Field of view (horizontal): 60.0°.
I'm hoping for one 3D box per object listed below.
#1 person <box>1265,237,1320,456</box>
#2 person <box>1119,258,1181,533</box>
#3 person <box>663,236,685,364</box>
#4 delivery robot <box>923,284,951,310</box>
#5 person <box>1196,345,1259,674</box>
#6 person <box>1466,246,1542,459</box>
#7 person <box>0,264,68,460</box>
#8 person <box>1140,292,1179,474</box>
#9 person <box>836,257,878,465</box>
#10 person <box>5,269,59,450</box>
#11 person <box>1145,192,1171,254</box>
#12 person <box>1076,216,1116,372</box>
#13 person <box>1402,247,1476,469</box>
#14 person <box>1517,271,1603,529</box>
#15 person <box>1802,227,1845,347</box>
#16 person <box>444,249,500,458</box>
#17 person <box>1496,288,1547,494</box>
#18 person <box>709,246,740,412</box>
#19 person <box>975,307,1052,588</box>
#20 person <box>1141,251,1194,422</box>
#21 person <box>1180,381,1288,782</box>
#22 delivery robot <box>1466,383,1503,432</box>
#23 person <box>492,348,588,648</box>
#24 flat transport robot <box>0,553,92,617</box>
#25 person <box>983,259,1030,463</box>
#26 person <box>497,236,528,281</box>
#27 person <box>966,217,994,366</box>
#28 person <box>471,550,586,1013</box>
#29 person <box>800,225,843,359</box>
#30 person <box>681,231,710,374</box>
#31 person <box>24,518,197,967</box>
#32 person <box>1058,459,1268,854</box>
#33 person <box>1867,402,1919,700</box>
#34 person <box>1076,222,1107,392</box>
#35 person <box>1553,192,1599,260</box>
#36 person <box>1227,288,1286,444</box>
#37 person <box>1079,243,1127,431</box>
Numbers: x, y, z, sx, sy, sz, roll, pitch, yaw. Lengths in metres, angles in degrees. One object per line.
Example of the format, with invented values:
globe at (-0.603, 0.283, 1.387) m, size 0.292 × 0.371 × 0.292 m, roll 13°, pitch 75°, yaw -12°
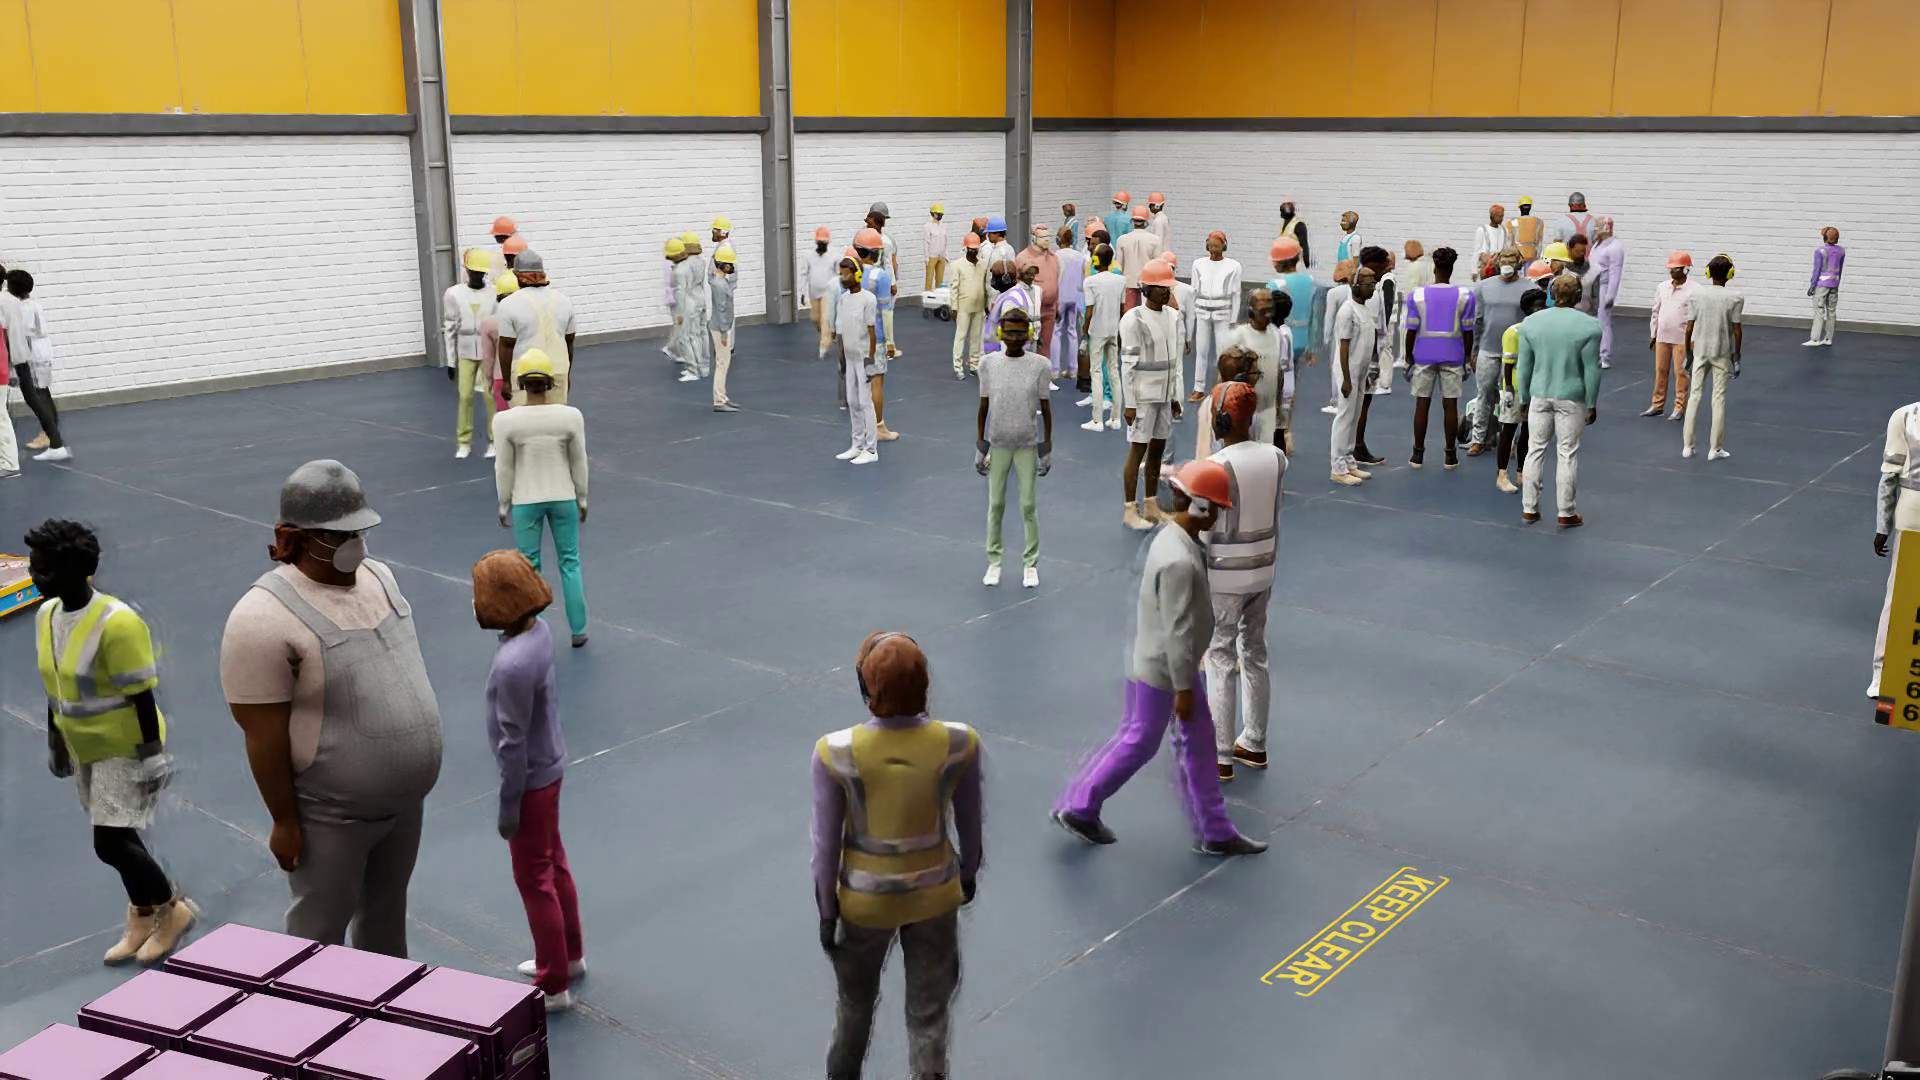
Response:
person at (2.931, -1.797, 15.416) m, size 0.632 × 2.008 × 0.703 m, roll -9°, pitch 17°, yaw -32°
person at (1.458, -1.084, 12.502) m, size 0.373 × 2.043 × 0.615 m, roll 13°, pitch 19°, yaw 43°
person at (-3.574, -3.028, 21.093) m, size 0.360 × 1.631 × 0.577 m, roll -8°, pitch 16°, yaw -28°
delivery robot at (-0.246, -3.777, 26.090) m, size 0.707 × 0.478 × 0.477 m, roll 13°, pitch 19°, yaw 42°
person at (1.476, -0.168, 9.287) m, size 0.366 × 1.834 × 0.520 m, roll -5°, pitch 15°, yaw -19°
person at (4.967, -1.716, 15.238) m, size 0.631 × 1.940 × 0.372 m, roll 6°, pitch 15°, yaw 22°
person at (-8.646, -1.604, 15.027) m, size 0.968 × 1.819 × 0.549 m, roll -1°, pitch 14°, yaw -5°
person at (1.753, -1.393, 14.568) m, size 0.279 × 1.633 × 0.500 m, roll -3°, pitch 14°, yaw -10°
person at (-0.937, -1.617, 15.020) m, size 0.346 × 1.857 × 0.523 m, roll -11°, pitch 18°, yaw -36°
person at (-8.748, -1.708, 15.718) m, size 0.319 × 1.687 × 0.539 m, roll -5°, pitch 15°, yaw -18°
person at (3.084, -4.430, 26.002) m, size 0.421 × 1.984 × 0.618 m, roll 3°, pitch 14°, yaw 10°
person at (1.647, -3.039, 20.592) m, size 0.409 × 1.907 × 0.649 m, roll -6°, pitch 15°, yaw -23°
person at (4.238, -1.606, 14.742) m, size 0.601 × 1.967 × 0.369 m, roll 4°, pitch 15°, yaw 15°
person at (4.524, -1.056, 12.599) m, size 0.627 × 1.941 × 0.371 m, roll 11°, pitch 18°, yaw 37°
person at (11.904, -3.479, 22.885) m, size 0.513 × 1.642 × 0.311 m, roll -5°, pitch 15°, yaw -19°
person at (-4.411, -1.708, 15.246) m, size 0.600 × 1.923 × 0.394 m, roll -2°, pitch 14°, yaw -7°
person at (4.709, -1.241, 13.832) m, size 0.532 × 1.697 × 0.319 m, roll -8°, pitch 16°, yaw -28°
person at (-2.498, -2.234, 17.684) m, size 0.342 × 1.756 × 0.534 m, roll -1°, pitch 14°, yaw -5°
person at (0.353, -0.607, 10.973) m, size 0.510 × 1.862 × 0.325 m, roll 2°, pitch 14°, yaw 9°
person at (2.108, -2.073, 17.042) m, size 0.573 × 1.748 × 0.331 m, roll -2°, pitch 14°, yaw -6°
person at (1.272, 0.195, 7.741) m, size 0.568 × 1.878 × 0.351 m, roll -10°, pitch 17°, yaw -35°
delivery robot at (5.157, -1.278, 16.103) m, size 0.477 × 0.478 × 0.707 m, roll 9°, pitch 16°, yaw 31°
person at (-2.413, -0.225, 9.632) m, size 0.531 × 1.767 × 0.323 m, roll -6°, pitch 15°, yaw -21°
flat transport robot at (-6.170, 0.344, 10.387) m, size 0.652 × 0.197 × 1.431 m, roll 2°, pitch 14°, yaw 6°
person at (0.420, -1.613, 15.050) m, size 0.429 × 1.837 × 0.624 m, roll 1°, pitch 14°, yaw 4°
person at (-4.427, -2.068, 16.677) m, size 0.392 × 1.929 × 0.546 m, roll 0°, pitch 14°, yaw -1°
person at (0.269, -3.082, 20.806) m, size 0.345 × 1.882 × 0.584 m, roll -2°, pitch 14°, yaw -9°
person at (-1.490, 0.825, 5.719) m, size 0.278 × 1.628 × 0.504 m, roll -1°, pitch 14°, yaw -4°
person at (-1.804, -3.278, 21.910) m, size 0.569 × 1.725 × 0.728 m, roll 3°, pitch 14°, yaw 13°
person at (-3.271, -2.897, 20.357) m, size 0.295 × 1.744 × 0.484 m, roll 4°, pitch 15°, yaw 16°
person at (-3.032, 0.738, 5.924) m, size 0.574 × 1.684 × 0.372 m, roll 8°, pitch 16°, yaw 29°
person at (0.841, 0.496, 6.910) m, size 0.865 × 1.693 × 0.584 m, roll 3°, pitch 14°, yaw 13°
person at (5.127, -0.081, 8.721) m, size 0.589 × 1.930 × 0.355 m, roll 6°, pitch 15°, yaw 23°
person at (1.515, -2.645, 18.981) m, size 0.377 × 1.931 × 0.540 m, roll -1°, pitch 14°, yaw -6°
person at (9.232, -4.229, 25.072) m, size 0.683 × 2.000 × 0.535 m, roll 0°, pitch 14°, yaw -1°
person at (2.210, -1.019, 12.687) m, size 0.517 × 1.827 × 0.530 m, roll -9°, pitch 17°, yaw -32°
person at (1.420, -2.015, 16.593) m, size 0.518 × 1.862 × 0.322 m, roll -7°, pitch 16°, yaw -27°
